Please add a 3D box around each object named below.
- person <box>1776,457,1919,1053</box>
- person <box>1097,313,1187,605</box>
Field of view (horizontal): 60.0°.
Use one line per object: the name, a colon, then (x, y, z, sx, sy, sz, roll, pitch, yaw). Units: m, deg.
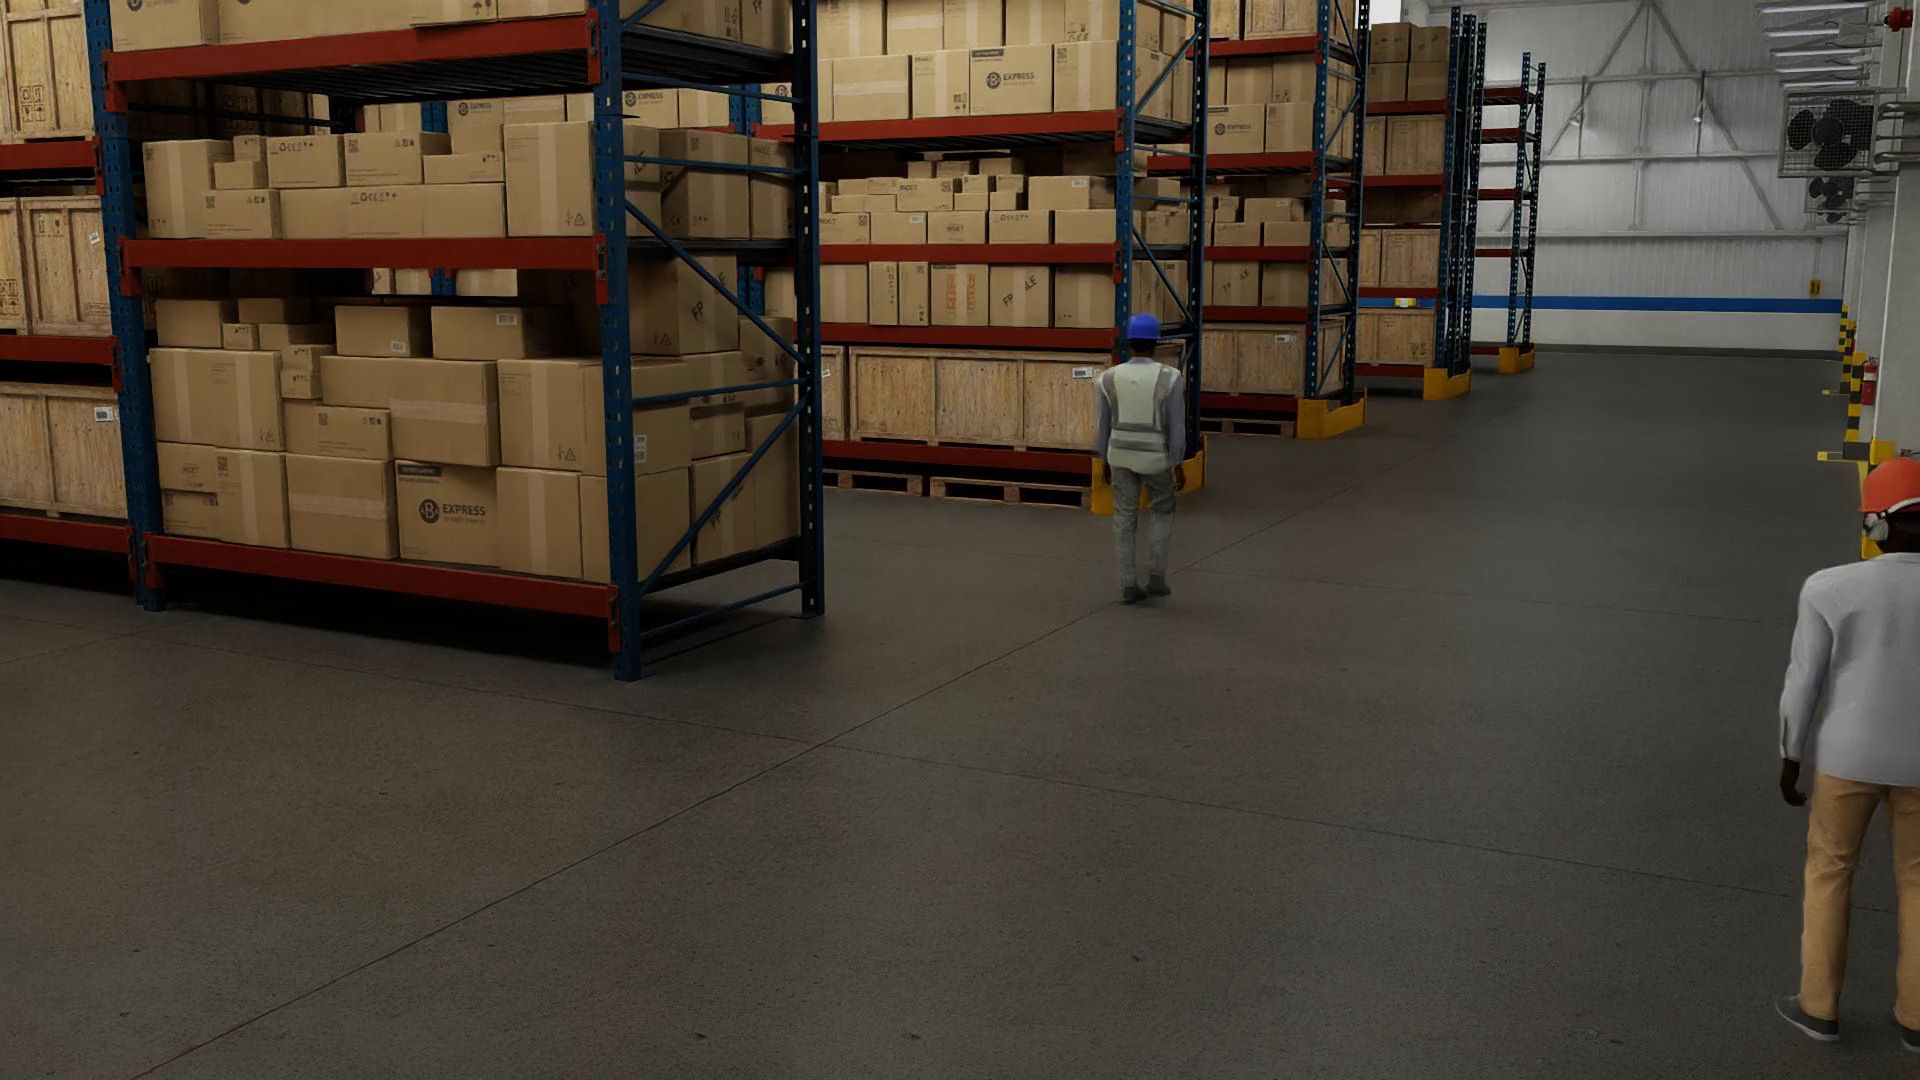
person: (2.767, 0.627, 4.914, 0.655, 1.740, 0.377, 3, 10, 16)
person: (1.237, -0.545, 11.142, 0.644, 1.927, 0.611, 4, 11, 23)
